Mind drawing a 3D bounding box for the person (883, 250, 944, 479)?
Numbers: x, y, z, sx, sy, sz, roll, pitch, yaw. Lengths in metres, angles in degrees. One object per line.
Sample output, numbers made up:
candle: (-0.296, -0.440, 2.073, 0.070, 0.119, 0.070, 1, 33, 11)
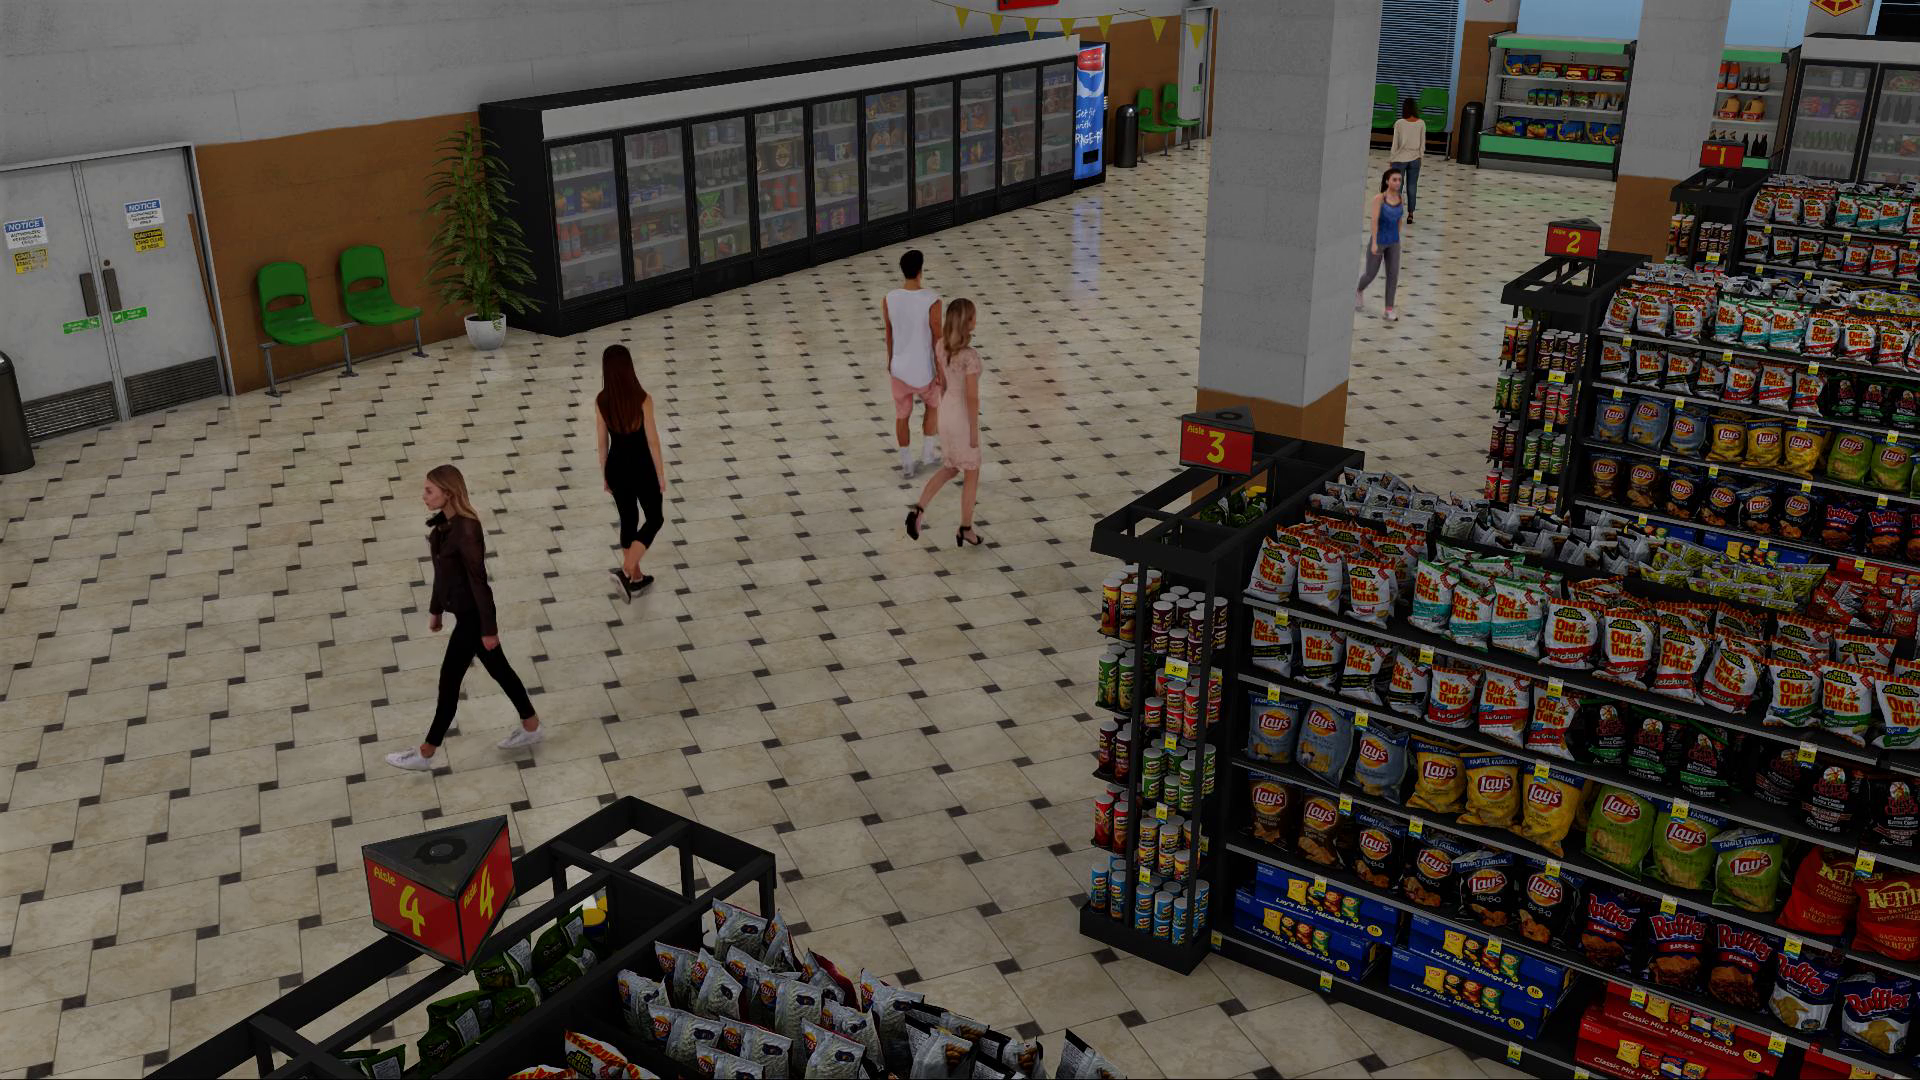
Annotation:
person: (-0.394, -1.333, 12.958, 0.770, 1.772, 0.846, 6, 23, 15)

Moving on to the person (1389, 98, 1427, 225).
person: (6.052, -5.140, 22.555, 0.668, 1.680, 0.765, 0, 22, 0)

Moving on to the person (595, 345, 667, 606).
person: (-2.149, -0.381, 10.669, 0.906, 1.711, 0.815, 6, 23, 15)

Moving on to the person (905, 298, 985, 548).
person: (-0.087, -0.763, 11.484, 0.788, 1.812, 0.892, -17, 27, -36)

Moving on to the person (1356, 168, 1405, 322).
person: (4.487, -3.165, 17.764, 0.954, 1.588, 1.073, -6, 23, -15)

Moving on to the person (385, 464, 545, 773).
person: (-2.491, 0.410, 8.775, 0.992, 1.656, 1.109, -12, 25, -28)
